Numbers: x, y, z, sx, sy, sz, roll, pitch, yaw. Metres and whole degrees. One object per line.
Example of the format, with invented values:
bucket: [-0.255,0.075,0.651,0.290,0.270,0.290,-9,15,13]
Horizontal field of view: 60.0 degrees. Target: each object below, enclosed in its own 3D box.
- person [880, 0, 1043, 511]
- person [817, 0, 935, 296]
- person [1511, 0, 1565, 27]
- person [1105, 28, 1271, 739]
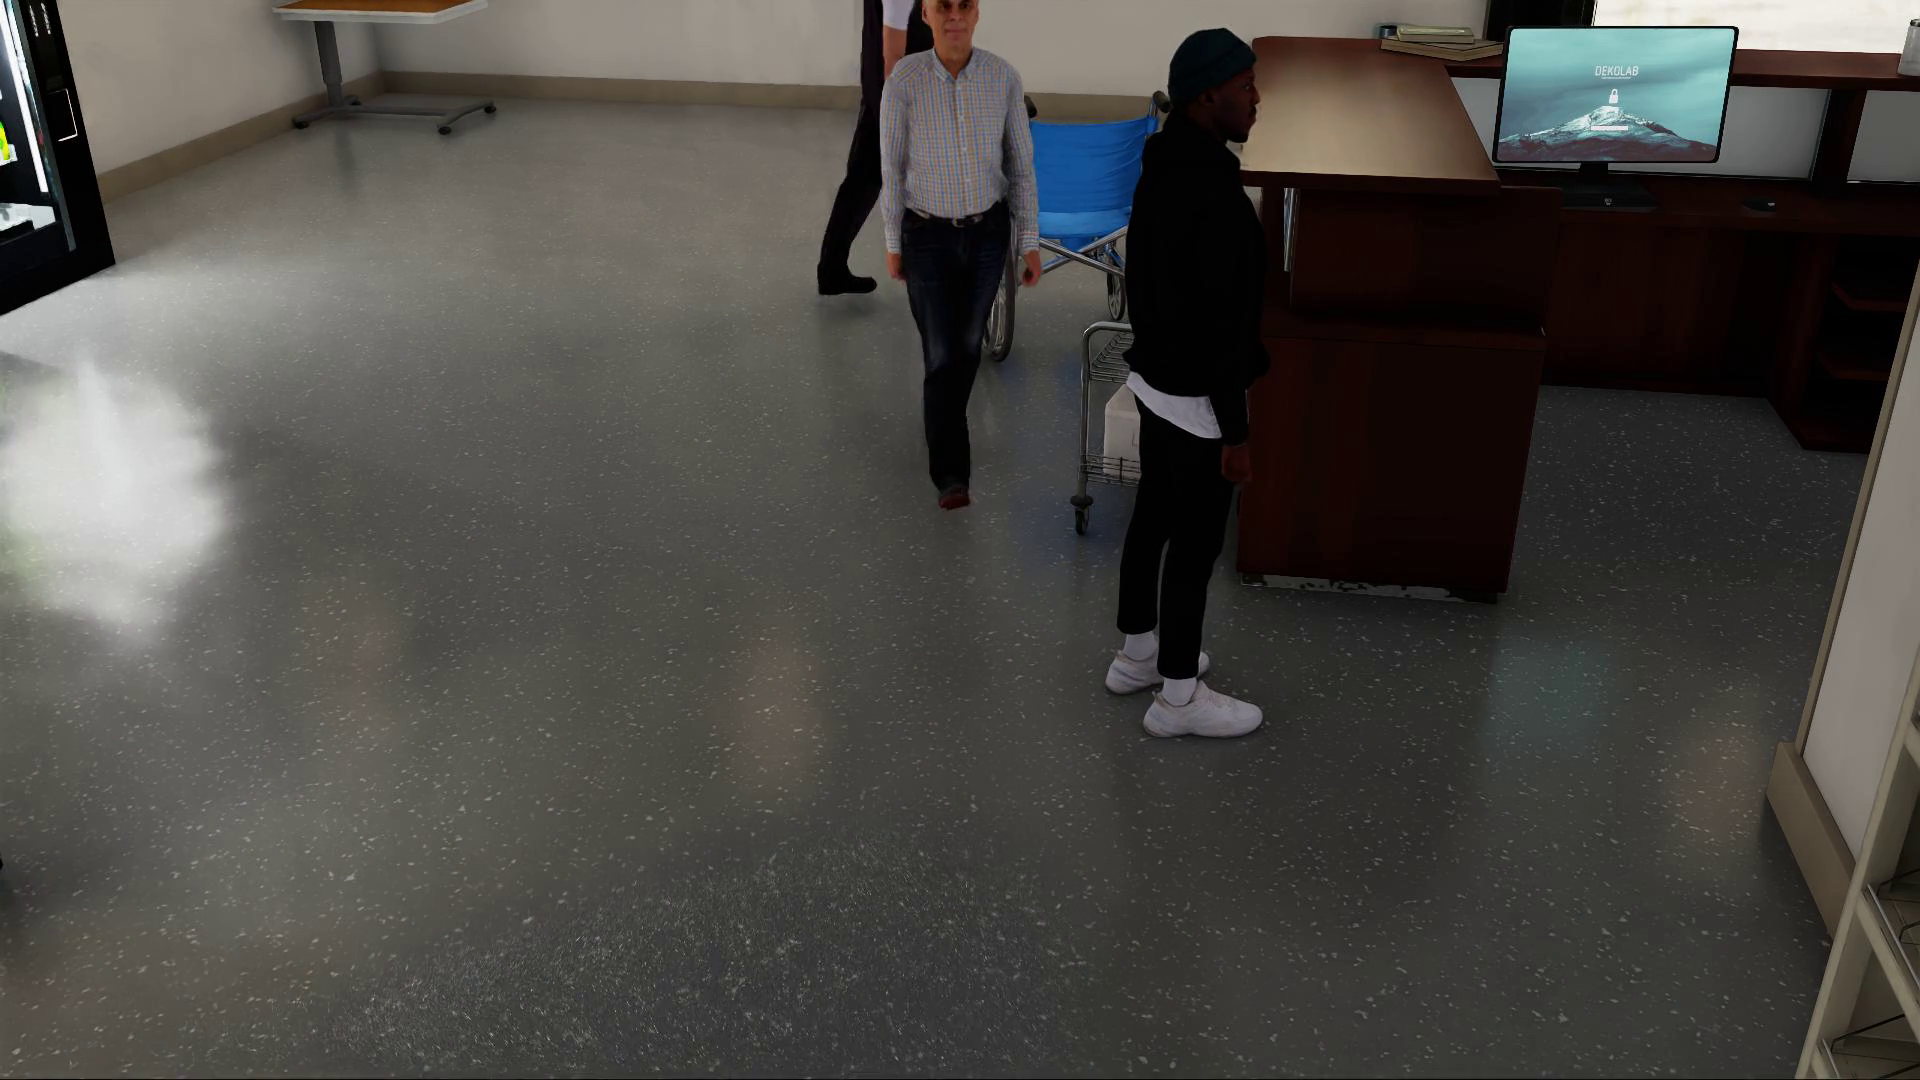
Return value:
person: [-0.022,-1.044,5.708,0.940,1.765,1.261,-5,26,-9]
person: [-0.391,-1.935,7.520,1.105,1.797,1.221,-9,27,-18]
person: [3.379,-2.984,9.783,0.684,1.721,0.779,-22,33,-38]
person: [0.575,-0.371,4.254,0.818,1.817,0.683,-7,27,-13]
